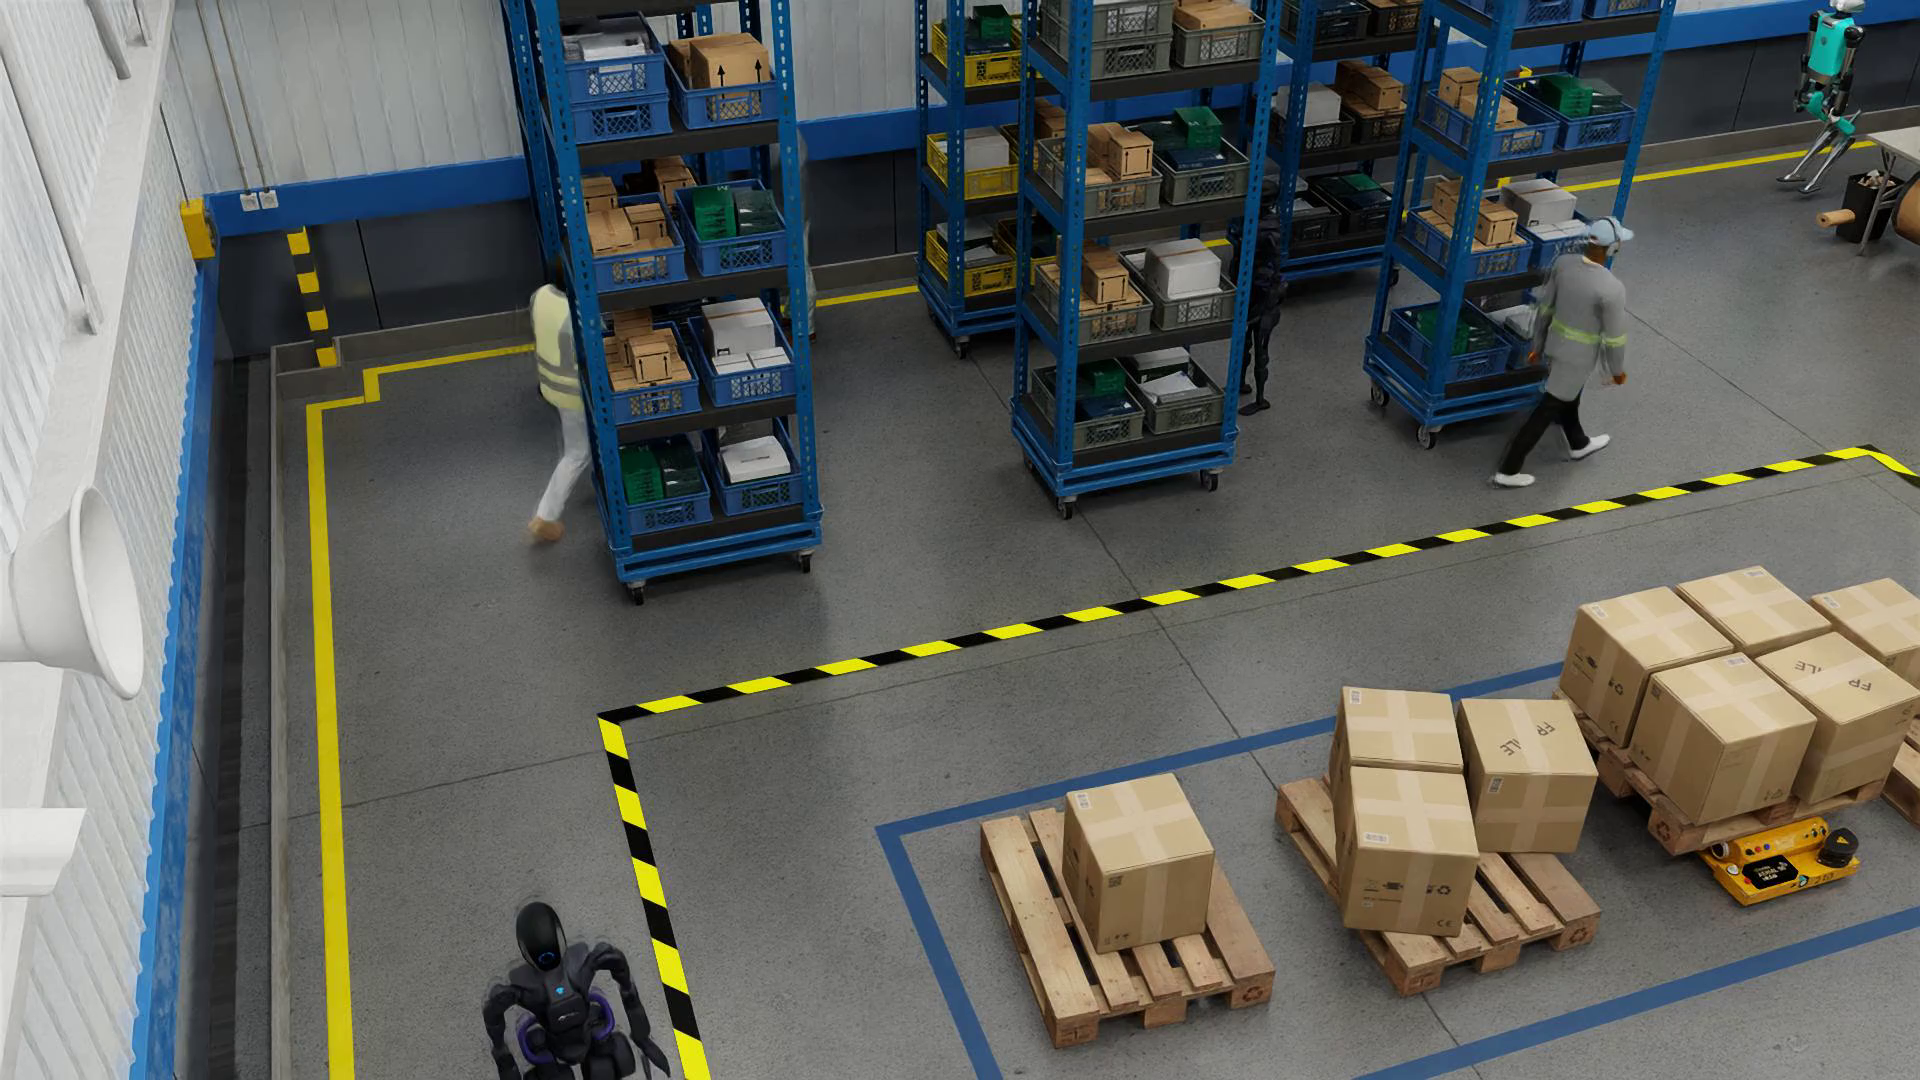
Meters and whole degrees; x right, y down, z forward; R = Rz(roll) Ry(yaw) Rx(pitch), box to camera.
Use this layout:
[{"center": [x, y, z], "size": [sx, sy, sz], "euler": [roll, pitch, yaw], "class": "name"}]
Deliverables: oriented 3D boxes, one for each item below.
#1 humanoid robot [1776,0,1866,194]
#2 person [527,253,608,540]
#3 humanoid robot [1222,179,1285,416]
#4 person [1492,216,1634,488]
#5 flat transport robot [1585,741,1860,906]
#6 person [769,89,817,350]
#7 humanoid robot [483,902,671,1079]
[{"center": [7.404, -3.771, 14.011], "size": [0.735, 1.677, 0.533], "euler": [-11, 37, -15], "class": "humanoid robot"}, {"center": [-2.353, -0.879, 9.981], "size": [0.898, 1.796, 0.662], "euler": [-27, 43, -32], "class": "person"}, {"center": [1.976, -1.626, 11.129], "size": [0.315, 1.654, 0.599], "euler": [-11, 37, -15], "class": "humanoid robot"}, {"center": [3.853, -1.166, 10.374], "size": [0.973, 1.799, 0.589], "euler": [-10, 37, -14], "class": "person"}, {"center": [3.738, 1.188, 8.347], "size": [0.652, 0.197, 1.431], "euler": [-11, 37, -15], "class": "flat transport robot"}, {"center": [-1.232, -2.286, 11.848], "size": [0.378, 1.940, 0.627], "euler": [-10, 36, -14], "class": "person"}, {"center": [-1.362, 1.953, 6.097], "size": [0.610, 1.627, 0.775], "euler": [-17, 39, -23], "class": "humanoid robot"}]
